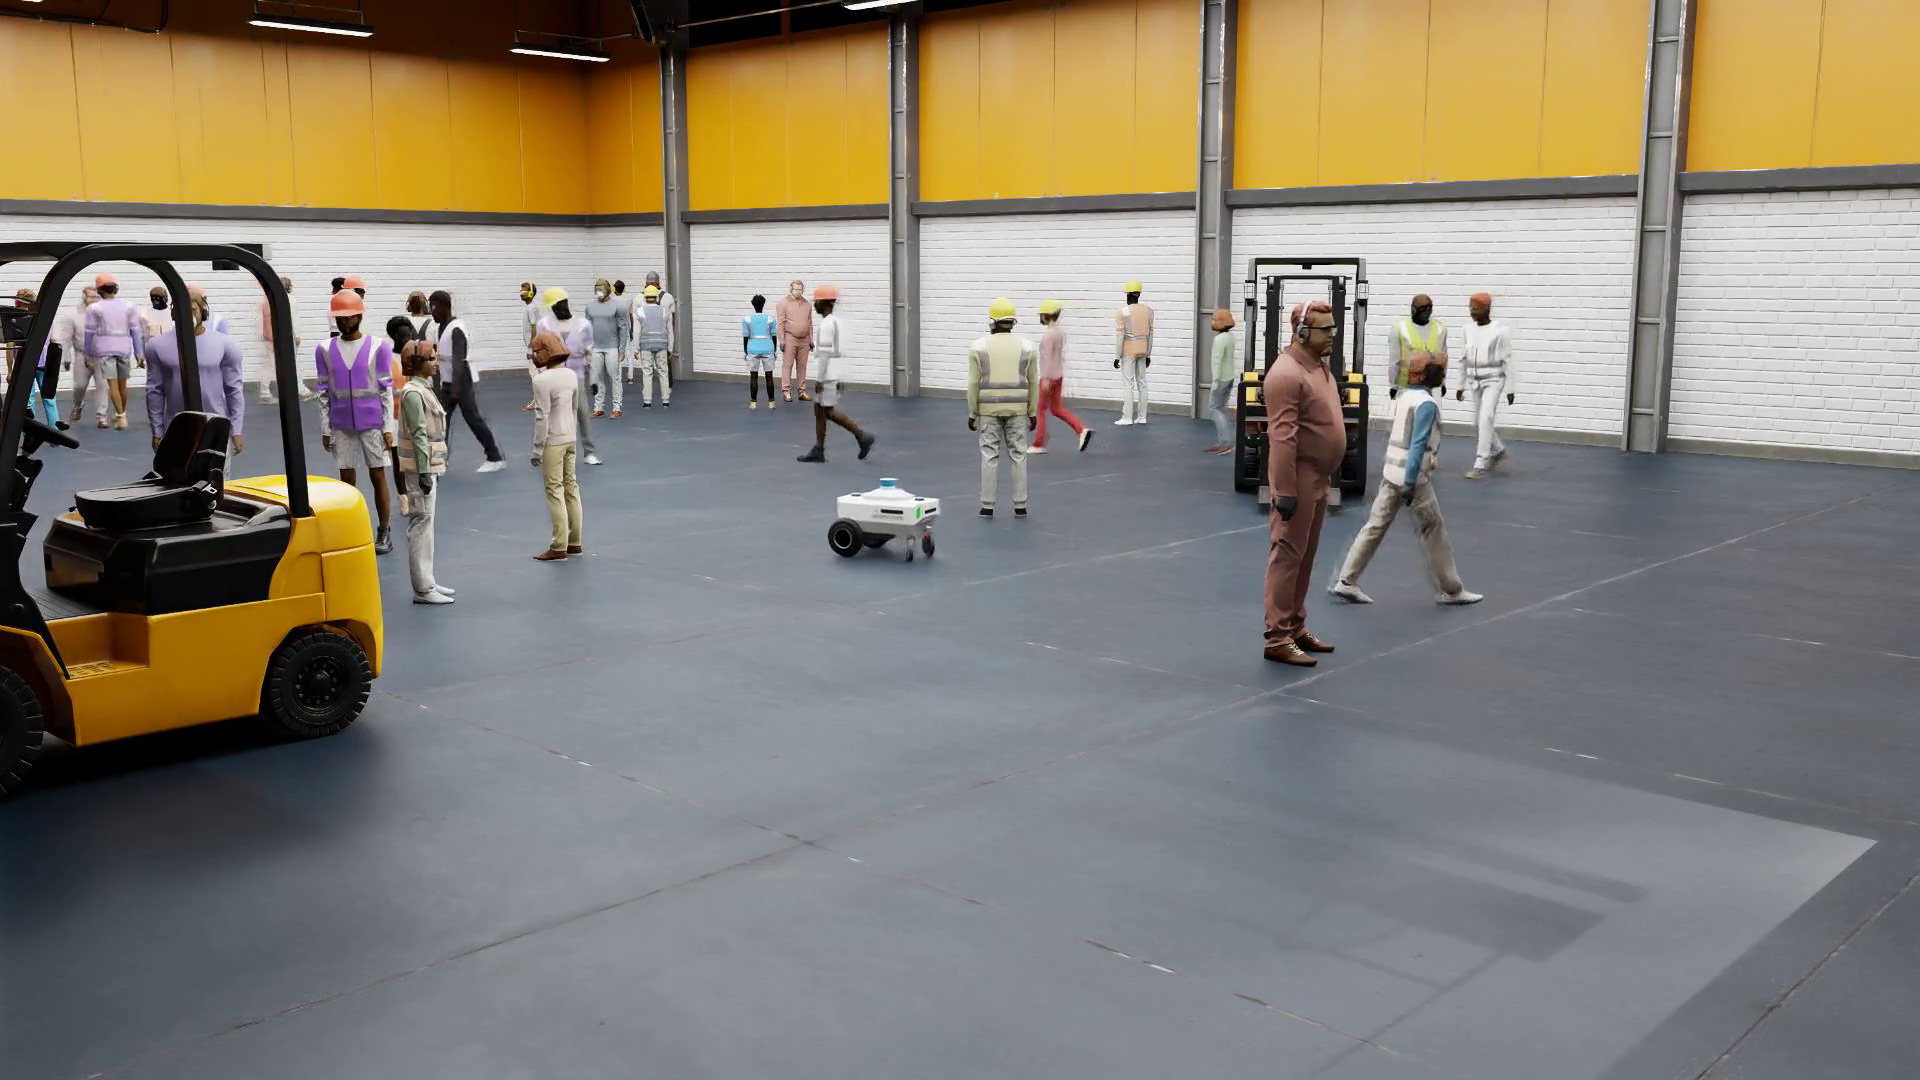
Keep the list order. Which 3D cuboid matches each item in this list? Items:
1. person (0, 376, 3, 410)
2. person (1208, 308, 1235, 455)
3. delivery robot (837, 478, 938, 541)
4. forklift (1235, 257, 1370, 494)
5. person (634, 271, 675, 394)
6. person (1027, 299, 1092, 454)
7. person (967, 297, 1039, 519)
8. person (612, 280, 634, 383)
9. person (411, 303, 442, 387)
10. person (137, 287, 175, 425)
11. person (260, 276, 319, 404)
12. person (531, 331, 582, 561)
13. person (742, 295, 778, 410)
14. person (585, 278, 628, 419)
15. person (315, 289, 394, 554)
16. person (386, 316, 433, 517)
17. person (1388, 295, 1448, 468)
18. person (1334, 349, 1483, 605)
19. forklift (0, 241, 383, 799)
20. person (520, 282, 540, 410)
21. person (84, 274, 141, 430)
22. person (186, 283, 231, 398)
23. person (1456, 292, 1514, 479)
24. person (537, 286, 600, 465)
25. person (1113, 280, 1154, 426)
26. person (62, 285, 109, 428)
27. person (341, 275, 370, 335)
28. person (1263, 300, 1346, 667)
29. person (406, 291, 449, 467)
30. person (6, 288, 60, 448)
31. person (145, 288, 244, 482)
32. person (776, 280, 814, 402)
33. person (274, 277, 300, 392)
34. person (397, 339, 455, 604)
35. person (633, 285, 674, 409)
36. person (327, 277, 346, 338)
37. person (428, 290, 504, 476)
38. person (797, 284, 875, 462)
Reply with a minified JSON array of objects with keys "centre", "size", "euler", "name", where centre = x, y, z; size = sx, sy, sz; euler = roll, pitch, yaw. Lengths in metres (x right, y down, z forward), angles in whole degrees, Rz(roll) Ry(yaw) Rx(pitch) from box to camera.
[{"centre":[-6.025,-0.467,10.007],"size":[0.429,1.838,0.621],"euler":[7,11,35],"name":"person"},{"centre":[2.916,-1.770,18.623],"size":[0.308,1.635,0.511],"euler":[5,11,28],"name":"person"},{"centre":[-0.522,-0.204,12.021],"size":[0.707,0.478,0.477],"euler":[4,10,25],"name":"delivery robot"},{"centre":[3.309,-1.629,16.029],"size":[1.214,2.155,2.313],"euler":[2,9,11],"name":"forklift"},{"centre":[-5.074,-3.438,27.593],"size":[0.673,2.000,0.536],"euler":[-3,10,-20],"name":"person"},{"centre":[1.071,-1.810,18.524],"size":[0.727,1.742,0.533],"euler":[4,10,22],"name":"person"},{"centre":[0.353,-1.081,13.766],"size":[0.600,1.834,0.404],"euler":[-1,9,-5],"name":"person"},{"centre":[-6.124,-3.748,30.008],"size":[0.522,1.873,0.324],"euler":[-7,11,-36],"name":"person"},{"centre":[-7.193,-2.443,22.498],"size":[0.577,1.702,0.795],"euler":[-5,10,-26],"name":"person"},{"centre":[-10.575,-2.437,22.081],"size":[0.629,1.836,0.429],"euler":[-4,10,-22],"name":"person"},{"centre":[-10.321,-3.046,25.428],"size":[0.973,1.953,0.657],"euler":[1,9,5],"name":"person"},{"centre":[-2.880,-0.664,11.830],"size":[0.289,1.633,0.497],"euler":[3,10,17],"name":"person"},{"centre":[-2.930,-2.746,24.411],"size":[0.531,1.693,0.320],"euler":[-1,9,-8],"name":"person"},{"centre":[-4.899,-2.633,22.968],"size":[0.636,1.937,0.358],"euler":[3,10,16],"name":"person"},{"centre":[-4.367,-0.840,12.030],"size":[0.539,1.930,0.387],"euler":[-1,9,-5],"name":"person"},{"centre":[-4.709,-1.057,14.071],"size":[0.546,1.687,0.578],"euler":[-7,11,-35],"name":"person"},{"centre":[4.709,-1.615,17.140],"size":[0.648,1.811,0.479],"euler":[-1,9,-7],"name":"person"},{"centre":[2.746,-0.376,10.209],"size":[0.909,1.583,0.524],"euler":[-1,9,-3],"name":"person"},{"centre":[-3.706,-0.171,7.093],"size":[1.214,2.155,2.313],"euler":[9,13,43],"name":"forklift"},{"centre":[-6.334,-2.853,24.512],"size":[0.319,1.876,0.532],"euler":[-2,9,-12],"name":"person"},{"centre":[-10.987,-2.430,21.513],"size":[0.632,2.003,0.863],"euler":[-9,13,-44],"name":"person"},{"centre":[-8.368,-1.892,18.487],"size":[0.630,1.920,0.400],"euler":[-1,9,-7],"name":"person"},{"centre":[5.322,-1.553,16.643],"size":[0.813,1.856,0.611],"euler":[-7,11,-36],"name":"person"},{"centre":[-4.142,-1.725,17.554],"size":[0.615,1.892,0.413],"euler":[-2,9,-12],"name":"person"},{"centre":[2.290,-2.476,22.041],"size":[0.589,1.927,0.369],"euler":[-6,11,-30],"name":"person"},{"centre":[-11.394,-2.407,21.789],"size":[0.664,1.875,0.739],"euler":[-7,12,-37],"name":"person"},{"centre":[-7.749,-2.402,21.374],"size":[0.379,1.996,0.611],"euler":[-1,9,-8],"name":"person"},{"centre":[1.829,-0.304,8.790],"size":[0.403,1.906,0.651],"euler":[5,10,28],"name":"person"},{"centre":[-5.567,-1.648,17.211],"size":[0.504,1.847,0.344],"euler":[-2,10,-14],"name":"person"},{"centre":[-10.681,-1.968,19.169],"size":[0.563,1.847,0.390],"euler":[-9,13,-44],"name":"person"},{"centre":[-5.239,-0.750,11.425],"size":[0.629,1.940,0.373],"euler":[-2,10,-14],"name":"person"},{"centre":[-2.553,-3.113,26.035],"size":[0.639,1.901,0.406],"euler":[-7,11,-36],"name":"person"},{"centre":[-11.322,-3.442,27.925],"size":[0.630,1.938,0.366],"euler":[5,11,28],"name":"person"},{"centre":[-3.331,-0.423,10.333],"size":[0.309,1.641,0.514],"euler":[-2,10,-15],"name":"person"},{"centre":[-4.536,-2.843,24.590],"size":[0.600,1.827,0.404],"euler":[-4,10,-21],"name":"person"},{"centre":[-8.262,-2.548,22.358],"size":[0.367,1.967,0.606],"euler":[4,10,21],"name":"person"},{"centre":[-5.055,-1.566,16.714],"size":[0.985,1.866,0.609],"euler":[-7,12,-38],"name":"person"},{"centre":[-1.323,-1.766,17.705],"size":[0.787,1.919,0.539],"euler":[0,9,1],"name":"person"}]
